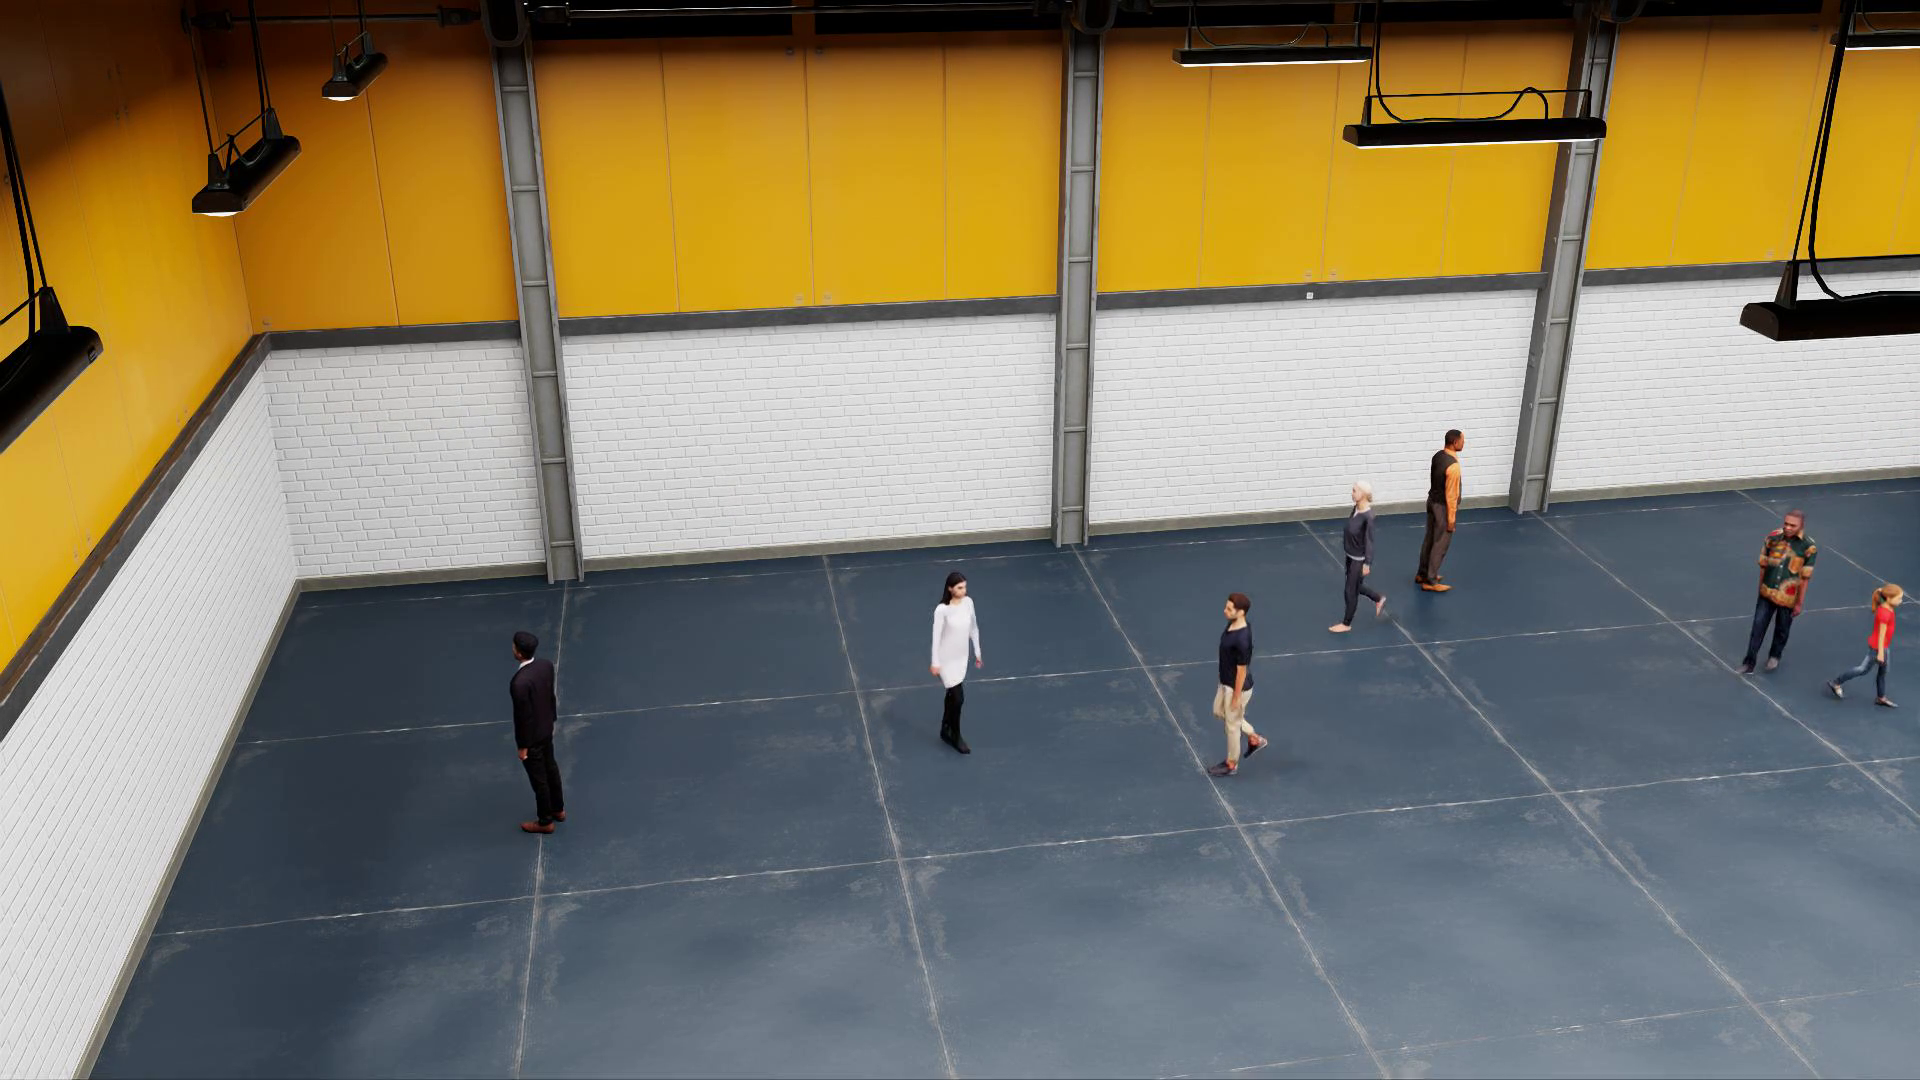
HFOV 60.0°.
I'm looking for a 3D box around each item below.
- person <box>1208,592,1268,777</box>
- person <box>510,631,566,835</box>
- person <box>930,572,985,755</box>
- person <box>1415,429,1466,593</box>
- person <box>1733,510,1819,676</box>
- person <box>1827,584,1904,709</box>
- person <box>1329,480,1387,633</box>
[{"bbox_3d":[2.579,1.299,15.030,0.817,1.845,0.711,0,24,-1],"label":"person"},{"bbox_3d":[-3.625,1.632,14.222,0.728,1.883,0.777,7,24,15],"label":"person"},{"bbox_3d":[-0.114,1.094,15.563,0.805,1.794,0.864,-20,31,-38],"label":"person"},{"bbox_3d":[5.414,-0.346,18.717,0.595,1.906,0.677,-3,24,-7],"label":"person"},{"bbox_3d":[8.386,0.520,16.899,1.050,1.775,1.162,20,30,37],"label":"person"},{"bbox_3d":[8.945,1.027,16.342,0.910,1.293,0.843,16,28,32],"label":"person"},{"bbox_3d":[4.339,0.165,17.797,0.922,1.708,0.636,-5,24,-12],"label":"person"}]
